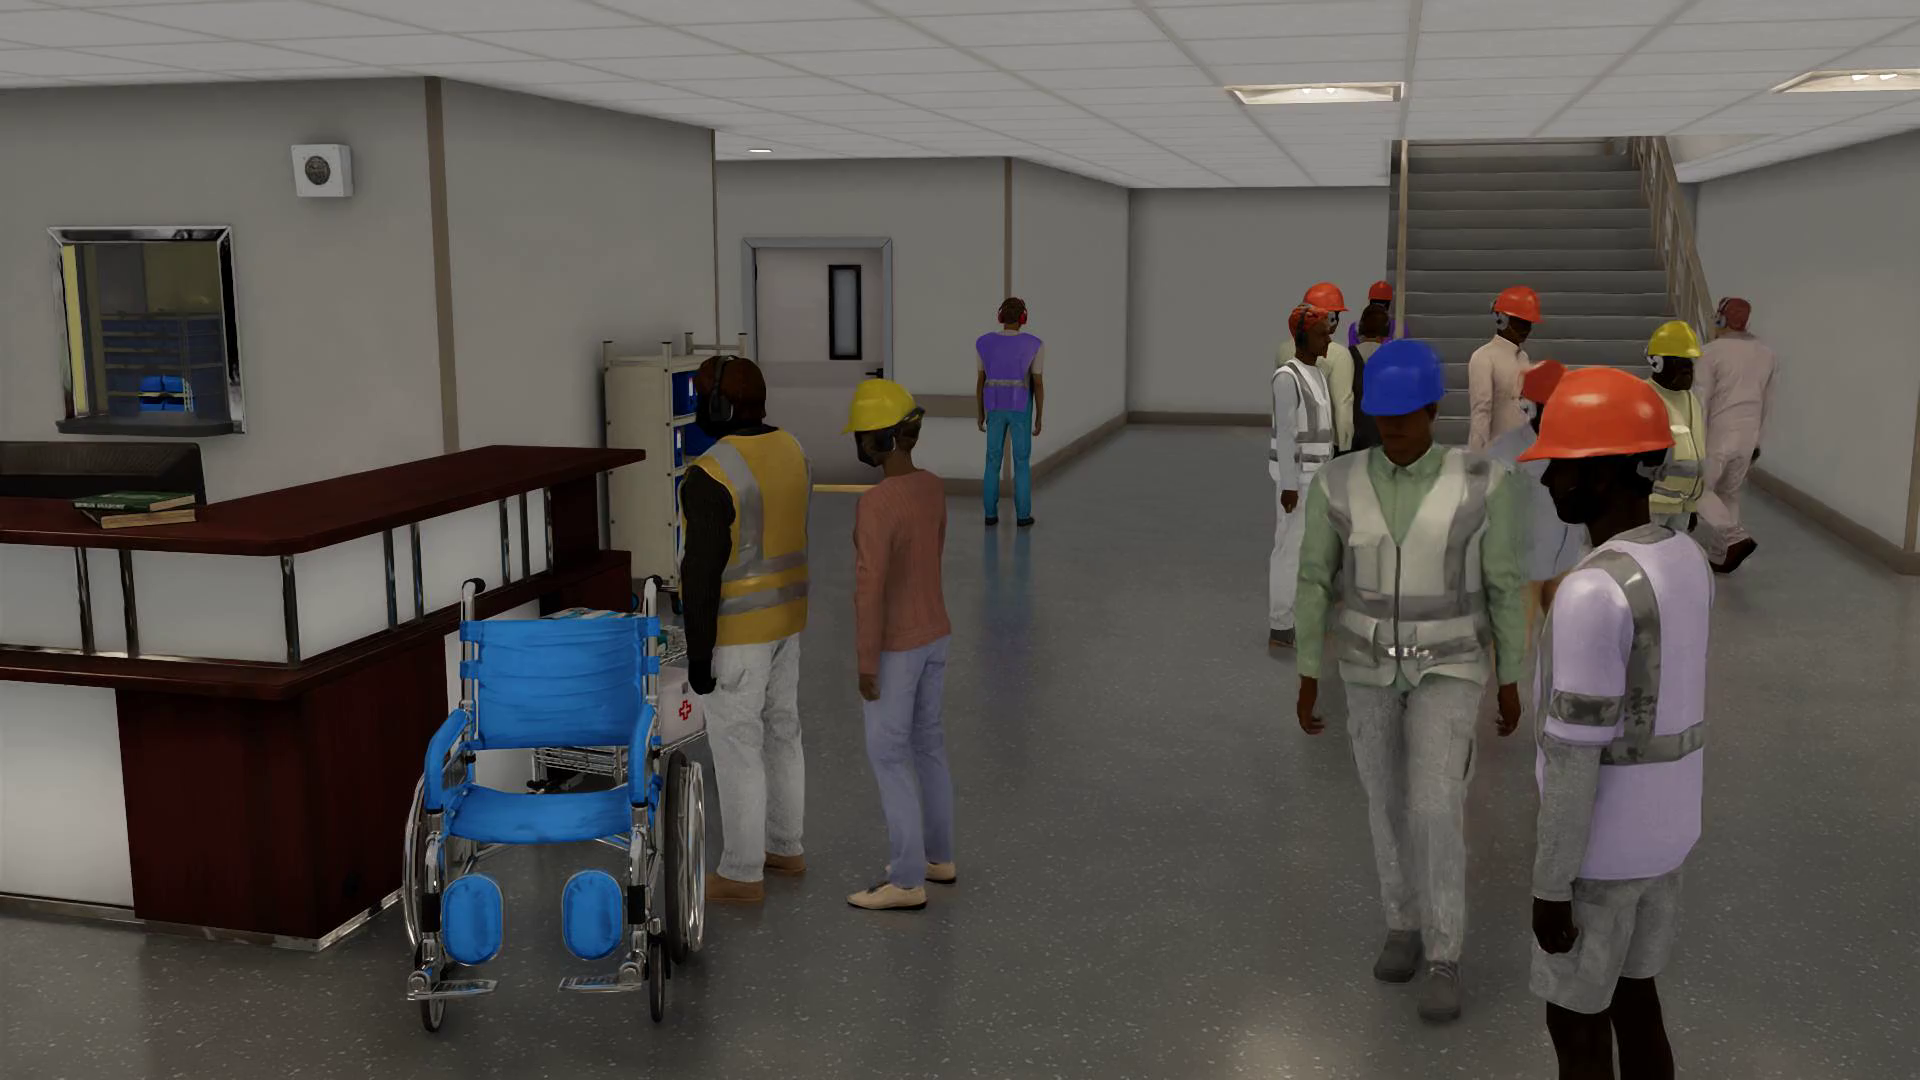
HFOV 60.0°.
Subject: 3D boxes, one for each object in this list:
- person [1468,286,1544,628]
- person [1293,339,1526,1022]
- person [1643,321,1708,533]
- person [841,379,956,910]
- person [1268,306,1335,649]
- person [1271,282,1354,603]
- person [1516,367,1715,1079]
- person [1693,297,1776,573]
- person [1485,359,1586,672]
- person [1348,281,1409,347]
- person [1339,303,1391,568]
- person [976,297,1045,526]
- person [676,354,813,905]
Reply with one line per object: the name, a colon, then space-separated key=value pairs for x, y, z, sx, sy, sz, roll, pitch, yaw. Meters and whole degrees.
person: x=3.180 y=-0.487 z=9.742 sx=0.393 sy=1.985 sz=0.611 roll=8 pitch=13 yaw=40
person: x=1.260 y=0.390 z=4.764 sx=0.628 sy=1.915 sz=0.695 roll=5 pitch=11 yaw=29
person: x=3.572 y=-0.196 z=8.481 sx=0.599 sy=1.830 sz=0.404 roll=-6 pitch=11 yaw=-33
person: x=-0.205 y=0.339 z=5.561 sx=0.345 sy=1.757 sz=0.588 roll=5 pitch=11 yaw=26
person: x=1.894 y=-0.343 z=9.201 sx=0.351 sy=1.881 sz=0.582 roll=5 pitch=11 yaw=27
person: x=2.219 y=-0.602 z=10.390 sx=0.396 sy=1.992 sz=0.619 roll=-7 pitch=12 yaw=-34
person: x=1.320 y=0.608 z=3.471 sx=0.390 sy=1.929 sz=0.545 roll=9 pitch=13 yaw=44
person: x=5.193 y=-0.685 z=11.199 sx=0.661 sy=1.887 sz=0.551 roll=-4 pitch=10 yaw=-23
person: x=2.473 y=0.068 z=7.263 sx=0.593 sy=1.723 sz=0.696 roll=-5 pitch=11 yaw=-28
person: x=3.789 y=-1.380 z=15.140 sx=0.551 sy=1.936 sz=0.357 roll=1 pitch=10 yaw=9
person: x=2.814 y=-0.702 z=11.456 sx=0.508 sy=1.839 sz=0.357 roll=5 pitch=11 yaw=29
person: x=0.400 y=-1.015 z=13.305 sx=0.560 sy=1.837 sz=0.392 roll=2 pitch=10 yaw=13
person: x=-0.734 y=0.299 z=5.587 sx=0.431 sy=1.836 sz=0.618 roll=5 pitch=11 yaw=27
